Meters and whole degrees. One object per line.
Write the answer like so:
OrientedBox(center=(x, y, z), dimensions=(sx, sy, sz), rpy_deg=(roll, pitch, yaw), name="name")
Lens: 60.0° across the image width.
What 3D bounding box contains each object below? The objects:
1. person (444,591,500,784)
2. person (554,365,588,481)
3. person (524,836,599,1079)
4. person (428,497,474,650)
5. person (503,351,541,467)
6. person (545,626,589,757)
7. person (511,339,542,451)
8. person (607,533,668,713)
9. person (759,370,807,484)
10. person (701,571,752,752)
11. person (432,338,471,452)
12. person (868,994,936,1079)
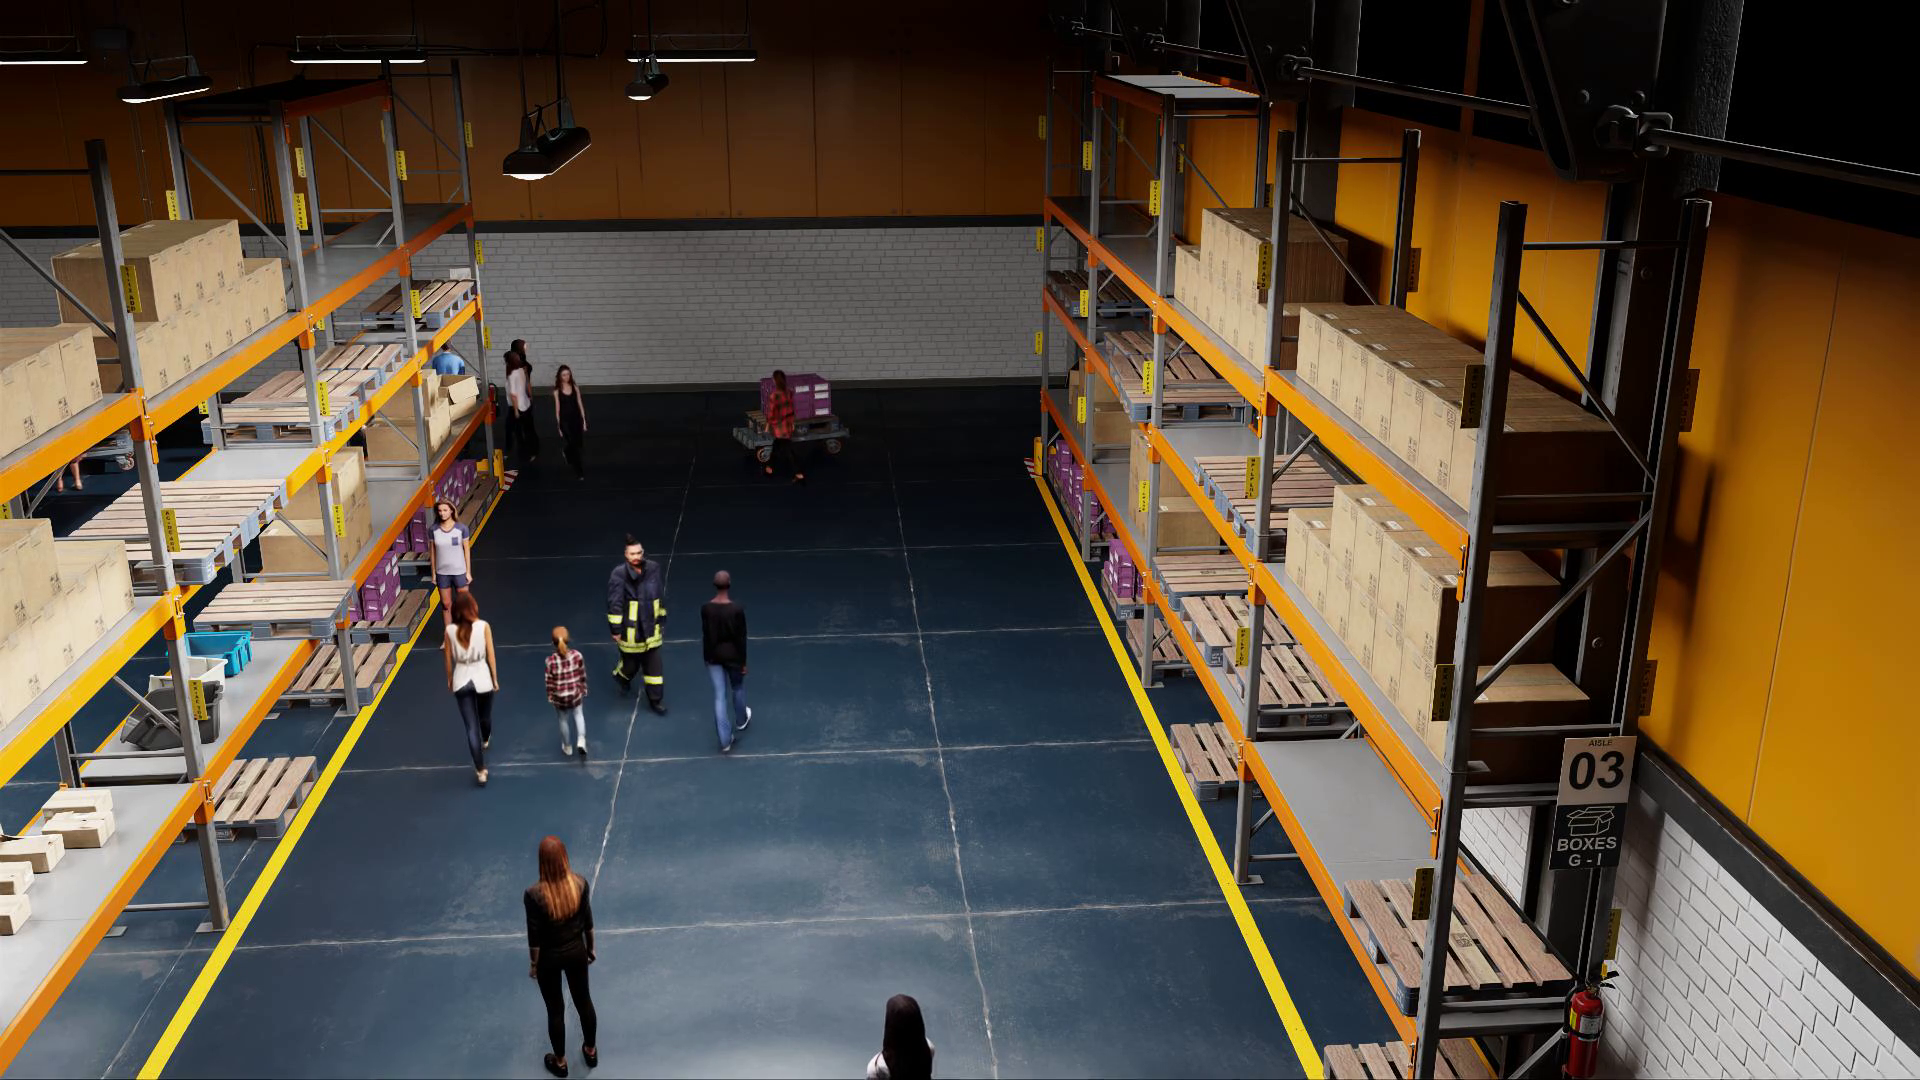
OrientedBox(center=(-4.426, 1.377, 15.124), dimensions=(0.769, 1.739, 1.179), rpy_deg=(-5, 19, -15), name="person")
OrientedBox(center=(-5.751, -1.734, 24.398), dimensions=(0.862, 1.715, 1.059), rpy_deg=(-11, 22, -30), name="person")
OrientedBox(center=(-2.648, 2.762, 11.057), dimensions=(0.691, 1.710, 0.684), rpy_deg=(-11, 22, -30), name="person")
OrientedBox(center=(-5.553, 0.351, 18.181), dimensions=(0.589, 1.733, 0.540), rpy_deg=(-1, 19, -2), name="person")
OrientedBox(center=(-6.504, -1.946, 24.965), dimensions=(0.854, 1.756, 0.947), rpy_deg=(4, 19, 10), name="person")
OrientedBox(center=(-3.677, 1.446, 15.606), dimensions=(0.645, 1.300, 0.752), rpy_deg=(-8, 20, -21), name="person")
OrientedBox(center=(-6.848, -2.281, 25.985), dimensions=(0.643, 1.740, 0.704), rpy_deg=(15, 24, 38), name="person")
OrientedBox(center=(-3.253, 0.803, 16.684), dimensions=(1.027, 1.831, 1.163), rpy_deg=(-12, 22, -32), name="person")
OrientedBox(center=(-2.523, -1.597, 24.078), dimensions=(1.098, 1.660, 1.105), rpy_deg=(12, 22, 31), name="person")
OrientedBox(center=(-2.246, 1.173, 15.756), dimensions=(0.736, 1.721, 1.031), rpy_deg=(2, 19, 5), name="person")
OrientedBox(center=(-7.934, -2.286, 25.884), dimensions=(0.657, 1.813, 0.579), rpy_deg=(-3, 19, -10), name="person")
OrientedBox(center=(-0.298, 3.332, 9.263), dimensions=(0.655, 1.774, 0.682), rpy_deg=(-15, 24, -38), name="person")
